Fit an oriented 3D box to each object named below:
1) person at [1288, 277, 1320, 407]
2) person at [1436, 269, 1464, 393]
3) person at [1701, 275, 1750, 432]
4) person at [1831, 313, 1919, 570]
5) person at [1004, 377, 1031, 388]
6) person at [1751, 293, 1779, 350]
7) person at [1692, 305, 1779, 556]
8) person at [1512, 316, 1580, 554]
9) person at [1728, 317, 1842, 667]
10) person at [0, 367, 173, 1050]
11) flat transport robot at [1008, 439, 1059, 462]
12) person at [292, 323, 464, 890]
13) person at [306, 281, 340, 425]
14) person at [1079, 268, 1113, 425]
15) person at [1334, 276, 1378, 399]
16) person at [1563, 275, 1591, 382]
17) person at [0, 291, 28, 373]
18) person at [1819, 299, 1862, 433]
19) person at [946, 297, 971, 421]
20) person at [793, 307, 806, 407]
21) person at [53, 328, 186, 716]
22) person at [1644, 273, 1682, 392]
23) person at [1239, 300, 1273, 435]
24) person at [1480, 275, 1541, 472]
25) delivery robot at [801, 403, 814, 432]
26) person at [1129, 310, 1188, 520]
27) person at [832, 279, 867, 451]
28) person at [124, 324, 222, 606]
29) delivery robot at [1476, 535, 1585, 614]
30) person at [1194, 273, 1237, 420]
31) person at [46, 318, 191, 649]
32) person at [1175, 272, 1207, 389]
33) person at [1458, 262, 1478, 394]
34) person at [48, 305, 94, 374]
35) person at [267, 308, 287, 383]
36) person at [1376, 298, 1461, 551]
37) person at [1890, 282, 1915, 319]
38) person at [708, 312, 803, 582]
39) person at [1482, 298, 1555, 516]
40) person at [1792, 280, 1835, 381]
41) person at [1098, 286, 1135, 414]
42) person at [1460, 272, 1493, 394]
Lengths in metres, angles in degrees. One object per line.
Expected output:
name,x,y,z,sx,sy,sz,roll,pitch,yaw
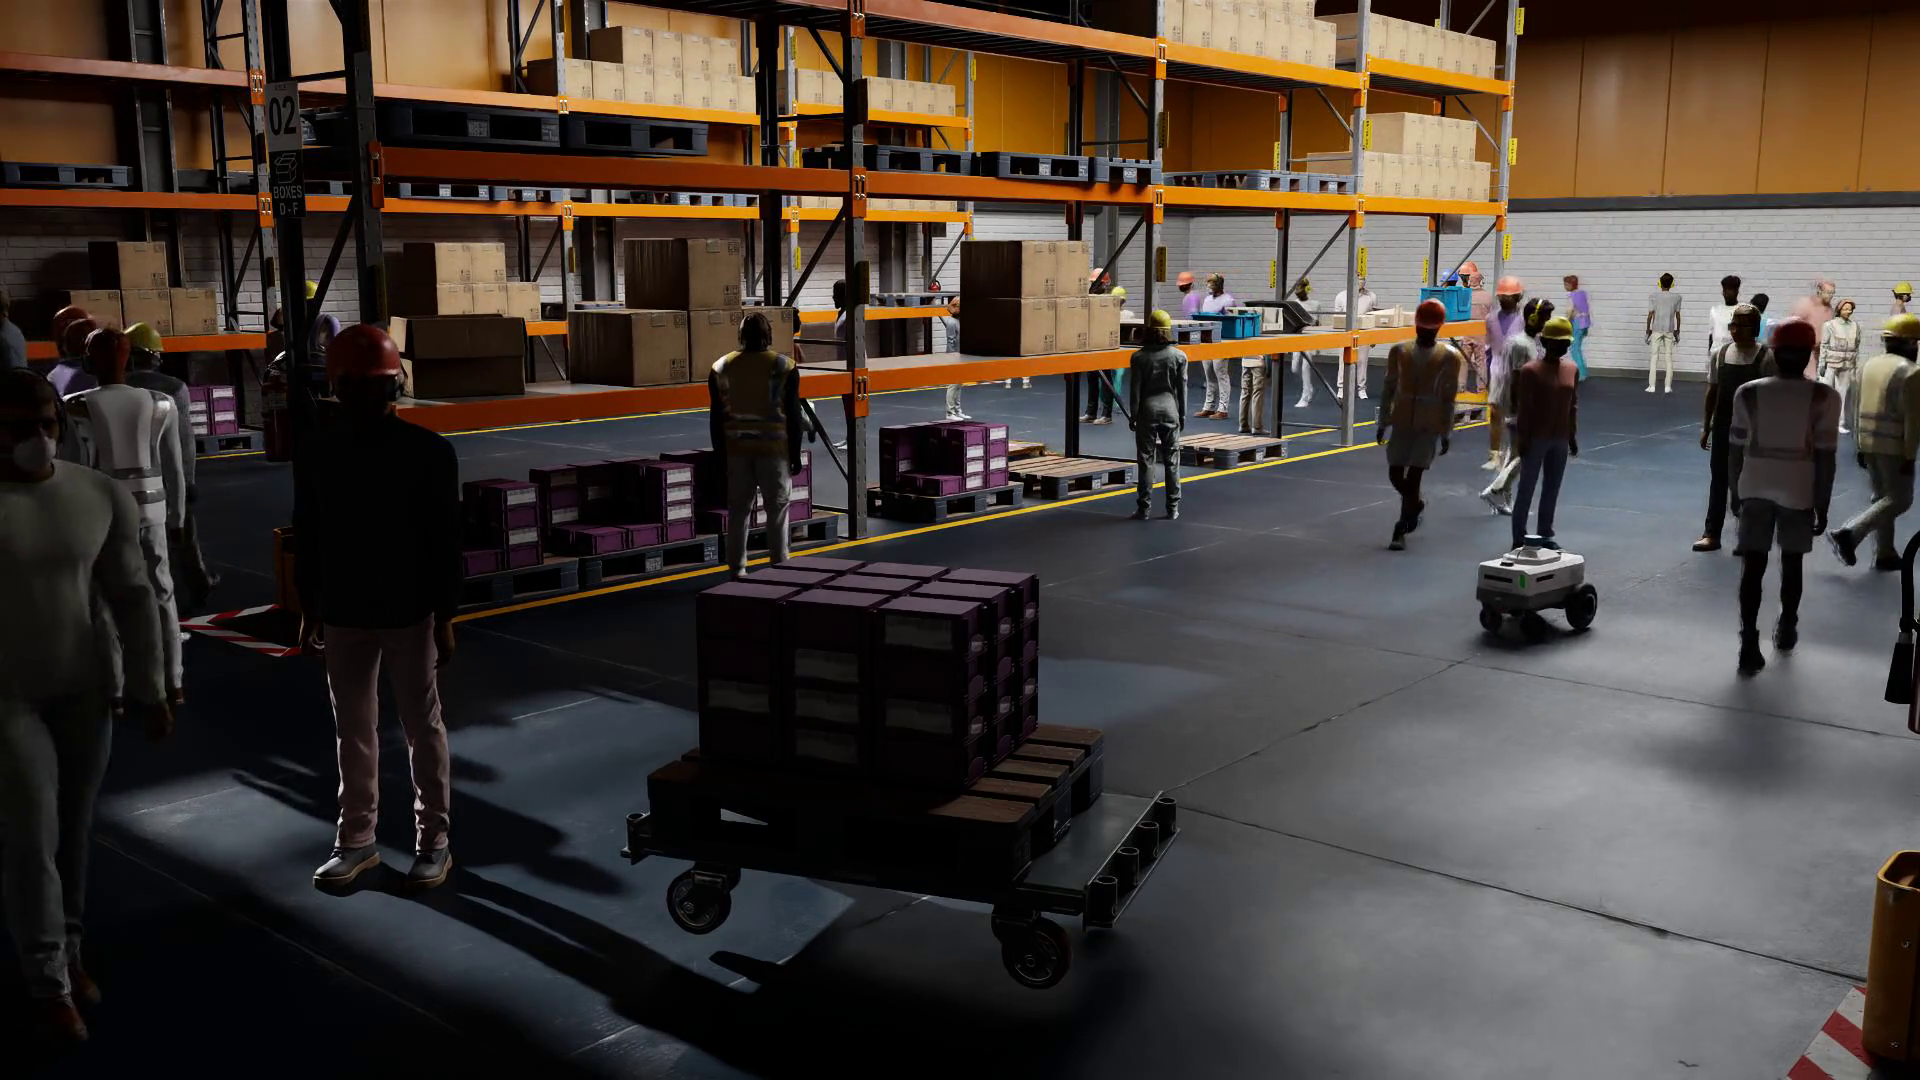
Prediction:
person,4.927,-2.817,23.714,0.573,1.846,0.534,8,13,39
person,7.083,-2.942,24.121,0.614,1.945,0.403,-6,12,-32
person,9.507,-2.290,20.457,0.766,1.937,0.602,-6,12,-33
person,6.395,-0.665,11.548,0.639,1.810,0.587,-2,10,-10
person,0.914,-3.438,26.810,0.622,1.992,0.393,1,10,5
person,10.372,-2.379,21.697,0.541,1.679,0.701,8,13,38
person,5.732,-0.807,12.262,0.328,1.842,0.514,-9,14,-43
person,4.289,-0.741,12.112,0.533,1.765,0.330,-4,11,-21
person,4.463,-0.264,9.067,0.545,1.892,0.980,6,11,30
person,-2.575,0.472,4.743,0.706,1.916,0.644,8,13,38
flat transport robot,0.357,-0.861,17.043,0.652,0.197,1.431,7,12,35
person,-2.050,0.242,5.856,0.612,1.996,0.376,1,10,6
person,-6.635,-1.699,17.139,0.588,1.918,0.401,4,11,20
person,1.771,-2.475,21.321,0.375,1.997,0.611,-8,13,-37
person,5.915,-3.059,24.894,0.651,1.911,0.409,1,10,6
person,10.364,-3.546,27.971,0.480,1.800,0.617,9,13,40
person,-7.626,-1.039,13.310,0.357,1.938,0.637,-4,11,-23
person,10.703,-2.109,20.261,0.514,1.638,0.315,-1,10,-6
person,-0.043,-2.368,21.781,0.283,1.623,0.509,3,10,18
person,-1.635,-1.404,16.072,0.316,1.700,0.540,-3,11,-19
person,-4.063,-0.086,8.079,0.591,1.879,0.348,-8,13,-39
person,11.004,-3.240,26.042,0.528,1.871,0.322,3,10,15
person,3.592,-2.092,20.186,0.311,1.634,0.519,-6,12,-32
person,5.685,-1.704,16.958,0.901,2.005,0.628,-9,13,-41
delivery robot,-1.918,-1.485,19.525,0.477,0.478,0.707,0,10,2
person,1.643,-1.037,13.856,0.492,1.743,0.296,-1,10,-5
person,-1.237,-1.953,18.616,0.392,1.911,0.581,-2,10,-11
person,-4.906,-0.415,10.158,0.608,1.792,0.829,-1,10,-4
delivery robot,3.380,0.214,9.851,0.707,0.478,0.477,-8,13,-39
person,3.373,-2.547,21.920,0.371,1.934,0.627,-5,11,-28
person,-4.774,-0.294,9.296,0.672,1.865,0.717,6,11,30
person,3.697,-3.343,26.596,1.017,1.872,0.582,-2,10,-12
person,7.586,-3.134,24.946,0.608,2.044,0.378,-9,13,-40
person,-5.335,-0.461,10.104,0.561,1.918,0.498,4,11,22
person,-7.255,-1.688,17.913,0.491,1.626,0.282,6,12,31
person,3.464,-0.878,12.532,0.598,1.899,0.677,6,11,29
person,13.454,-2.805,23.862,0.312,1.769,0.525,5,11,26
person,-1.338,-0.582,11.019,0.629,1.837,0.428,2,10,11
person,4.697,-1.091,13.874,0.420,1.847,0.610,4,11,20
person,10.954,-2.390,21.296,0.708,1.835,0.994,-5,11,-26
person,2.117,-2.618,22.847,0.540,1.742,0.579,-1,10,-7
person,7.612,-3.007,24.626,0.639,1.903,0.407,5,11,27
